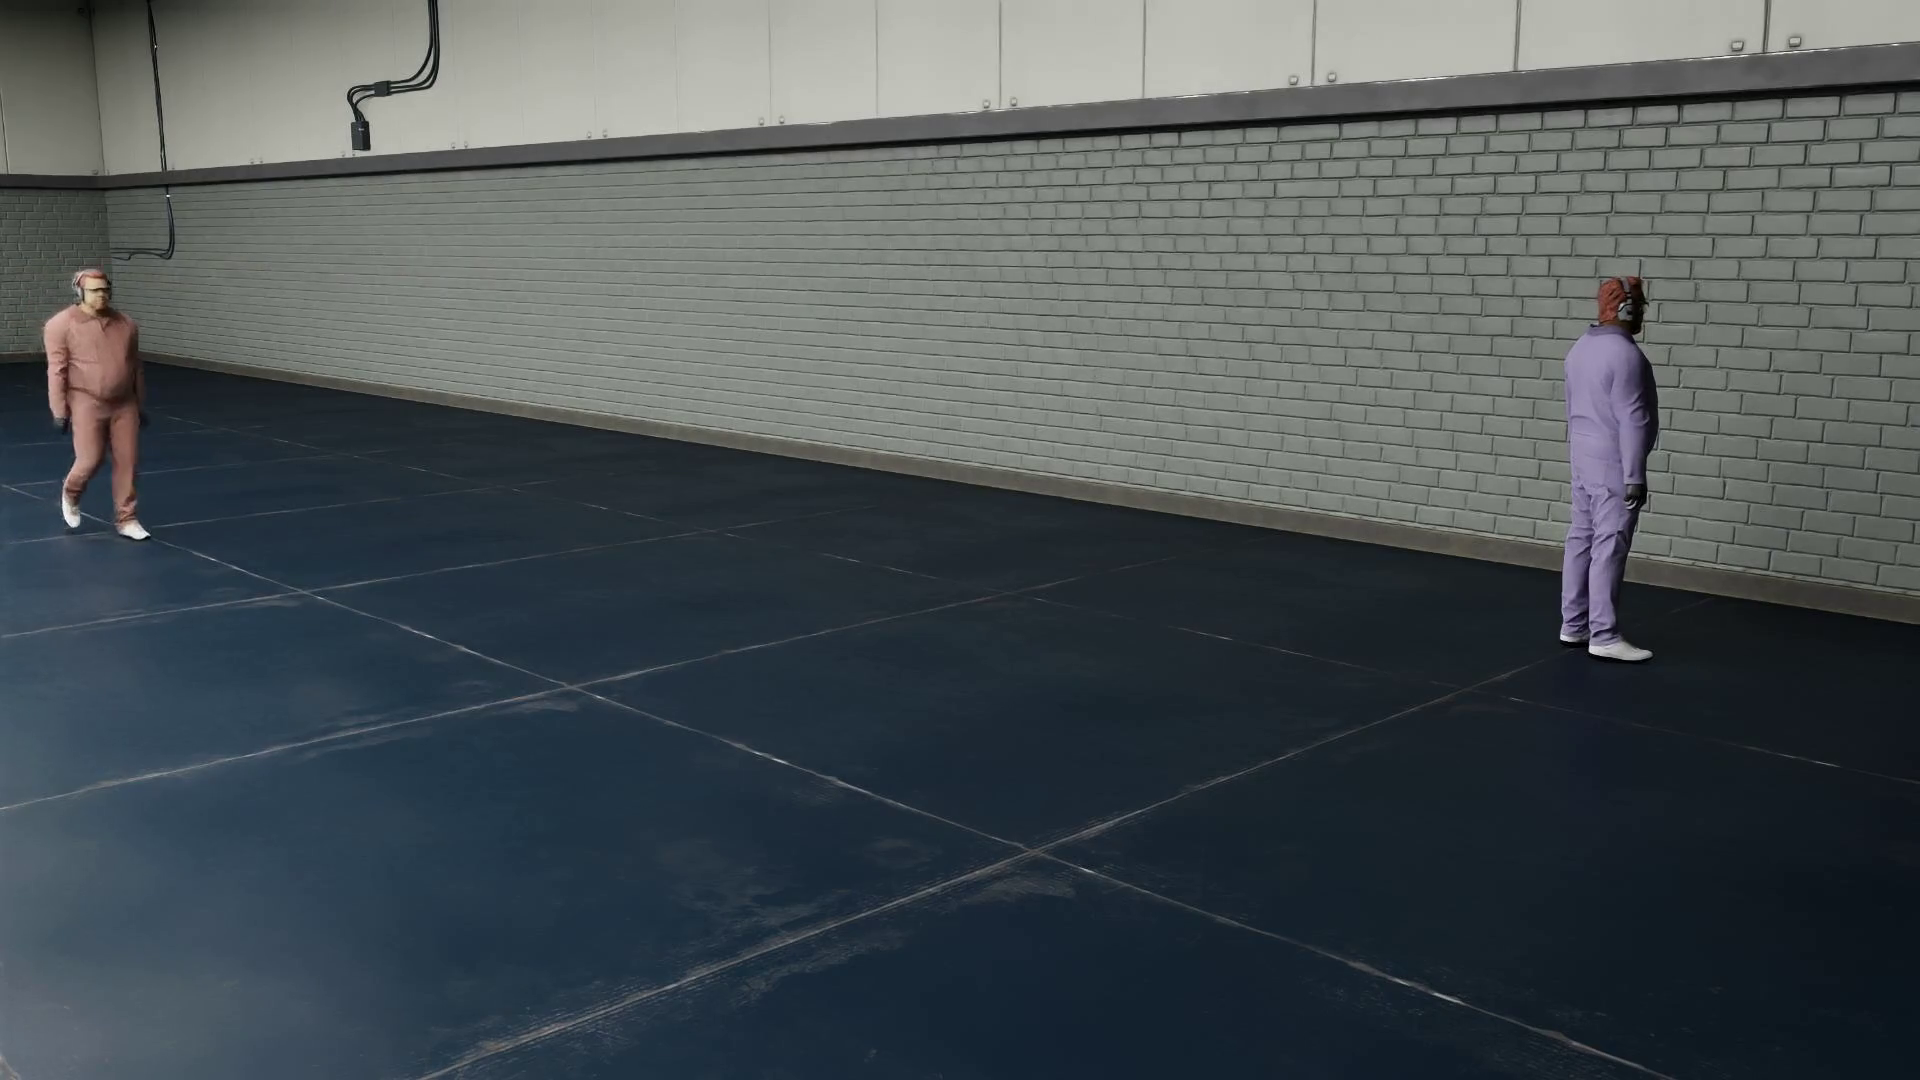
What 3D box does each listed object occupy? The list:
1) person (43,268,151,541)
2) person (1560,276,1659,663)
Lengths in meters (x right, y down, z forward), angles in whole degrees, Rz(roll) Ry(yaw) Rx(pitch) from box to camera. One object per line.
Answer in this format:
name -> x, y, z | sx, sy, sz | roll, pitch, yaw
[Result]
person -> -6.012, -0.944, 11.605 | 0.645, 1.890, 0.649 | 7, 13, 35
person -> 3.279, -0.362, 8.360 | 0.410, 1.912, 0.643 | -1, 10, -6
